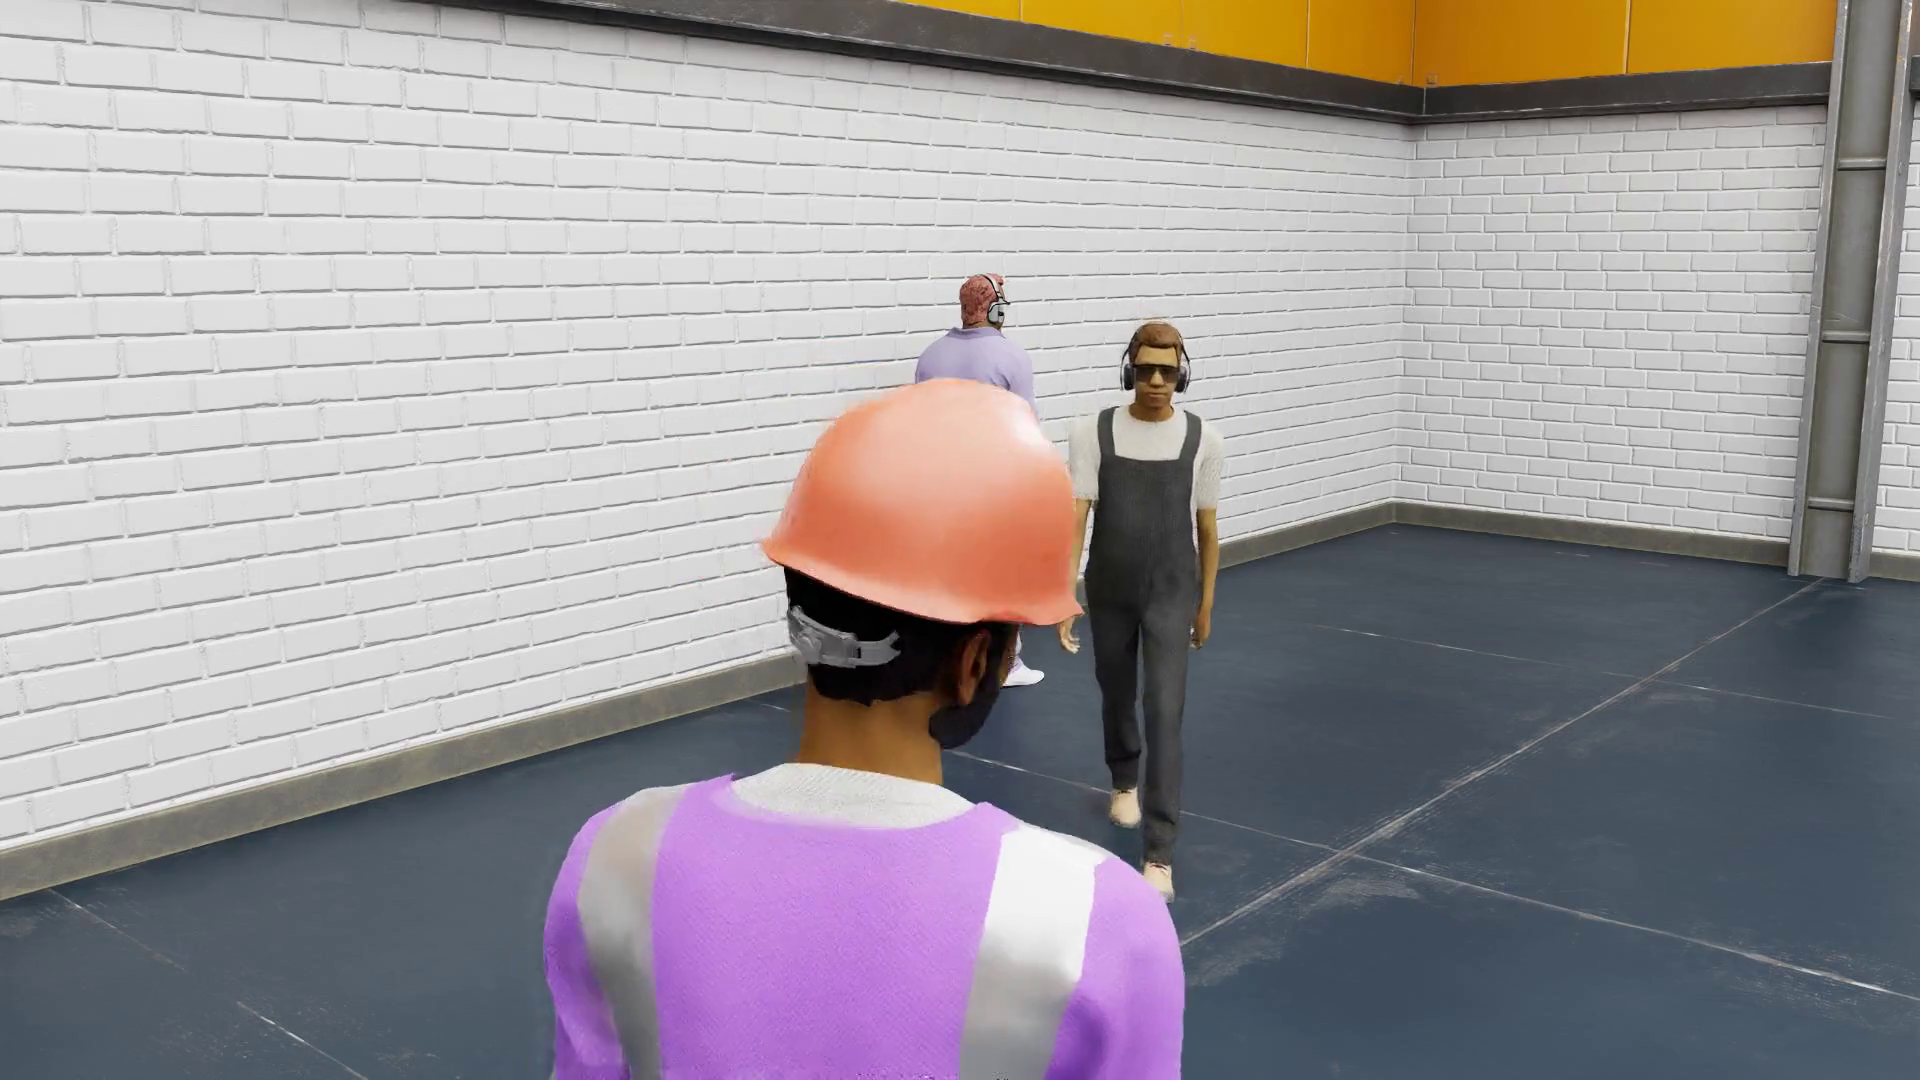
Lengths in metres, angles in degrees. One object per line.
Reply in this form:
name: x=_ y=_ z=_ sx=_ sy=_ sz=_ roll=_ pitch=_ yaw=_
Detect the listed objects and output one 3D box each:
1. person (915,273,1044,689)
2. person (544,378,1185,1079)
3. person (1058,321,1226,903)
person: x=0.113 y=-0.267 z=7.686 sx=0.638 sy=1.909 sz=0.408 roll=7 pitch=12 yaw=34
person: x=-0.069 y=0.827 z=1.476 sx=0.578 sy=1.917 sz=0.412 roll=3 pitch=10 yaw=15
person: x=0.599 y=0.177 z=5.480 sx=0.517 sy=1.803 sz=0.974 roll=2 pitch=10 yaw=10
